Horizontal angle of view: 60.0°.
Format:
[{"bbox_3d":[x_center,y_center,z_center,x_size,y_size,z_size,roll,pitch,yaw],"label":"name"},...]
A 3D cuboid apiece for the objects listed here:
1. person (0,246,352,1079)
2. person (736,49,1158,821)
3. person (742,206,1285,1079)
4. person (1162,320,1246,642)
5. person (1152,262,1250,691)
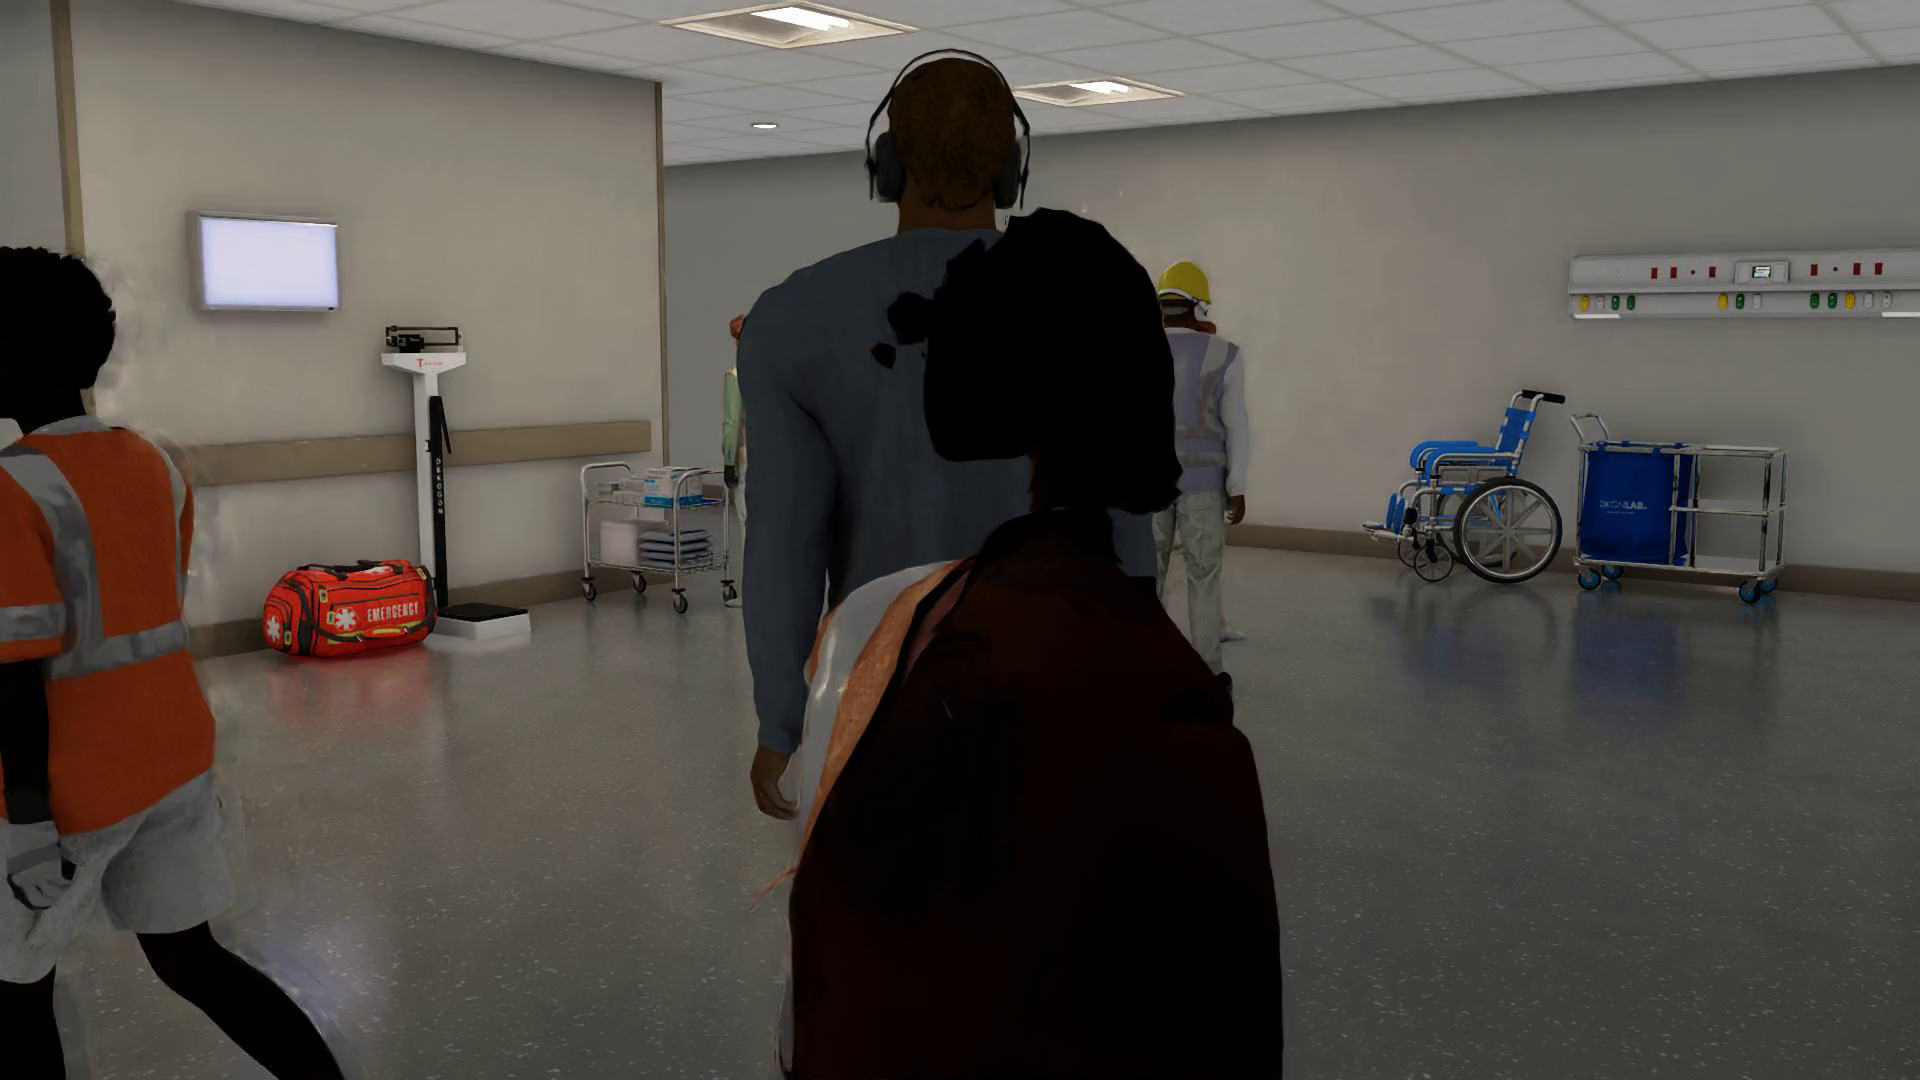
[{"bbox_3d":[-1.303,0.372,2.650,0.769,1.670,0.535,1,7,7],"label":"person"},{"bbox_3d":[-0.014,0.254,2.514,0.636,1.939,0.364,-2,7,-14],"label":"person"},{"bbox_3d":[0.057,0.586,1.036,0.314,1.640,0.516,-5,9,-36],"label":"person"},{"bbox_3d":[1.067,-0.265,7.996,0.758,1.606,0.523,-2,7,-17],"label":"person"},{"bbox_3d":[0.929,-0.254,7.034,0.600,1.827,0.404,3,8,21],"label":"person"}]
